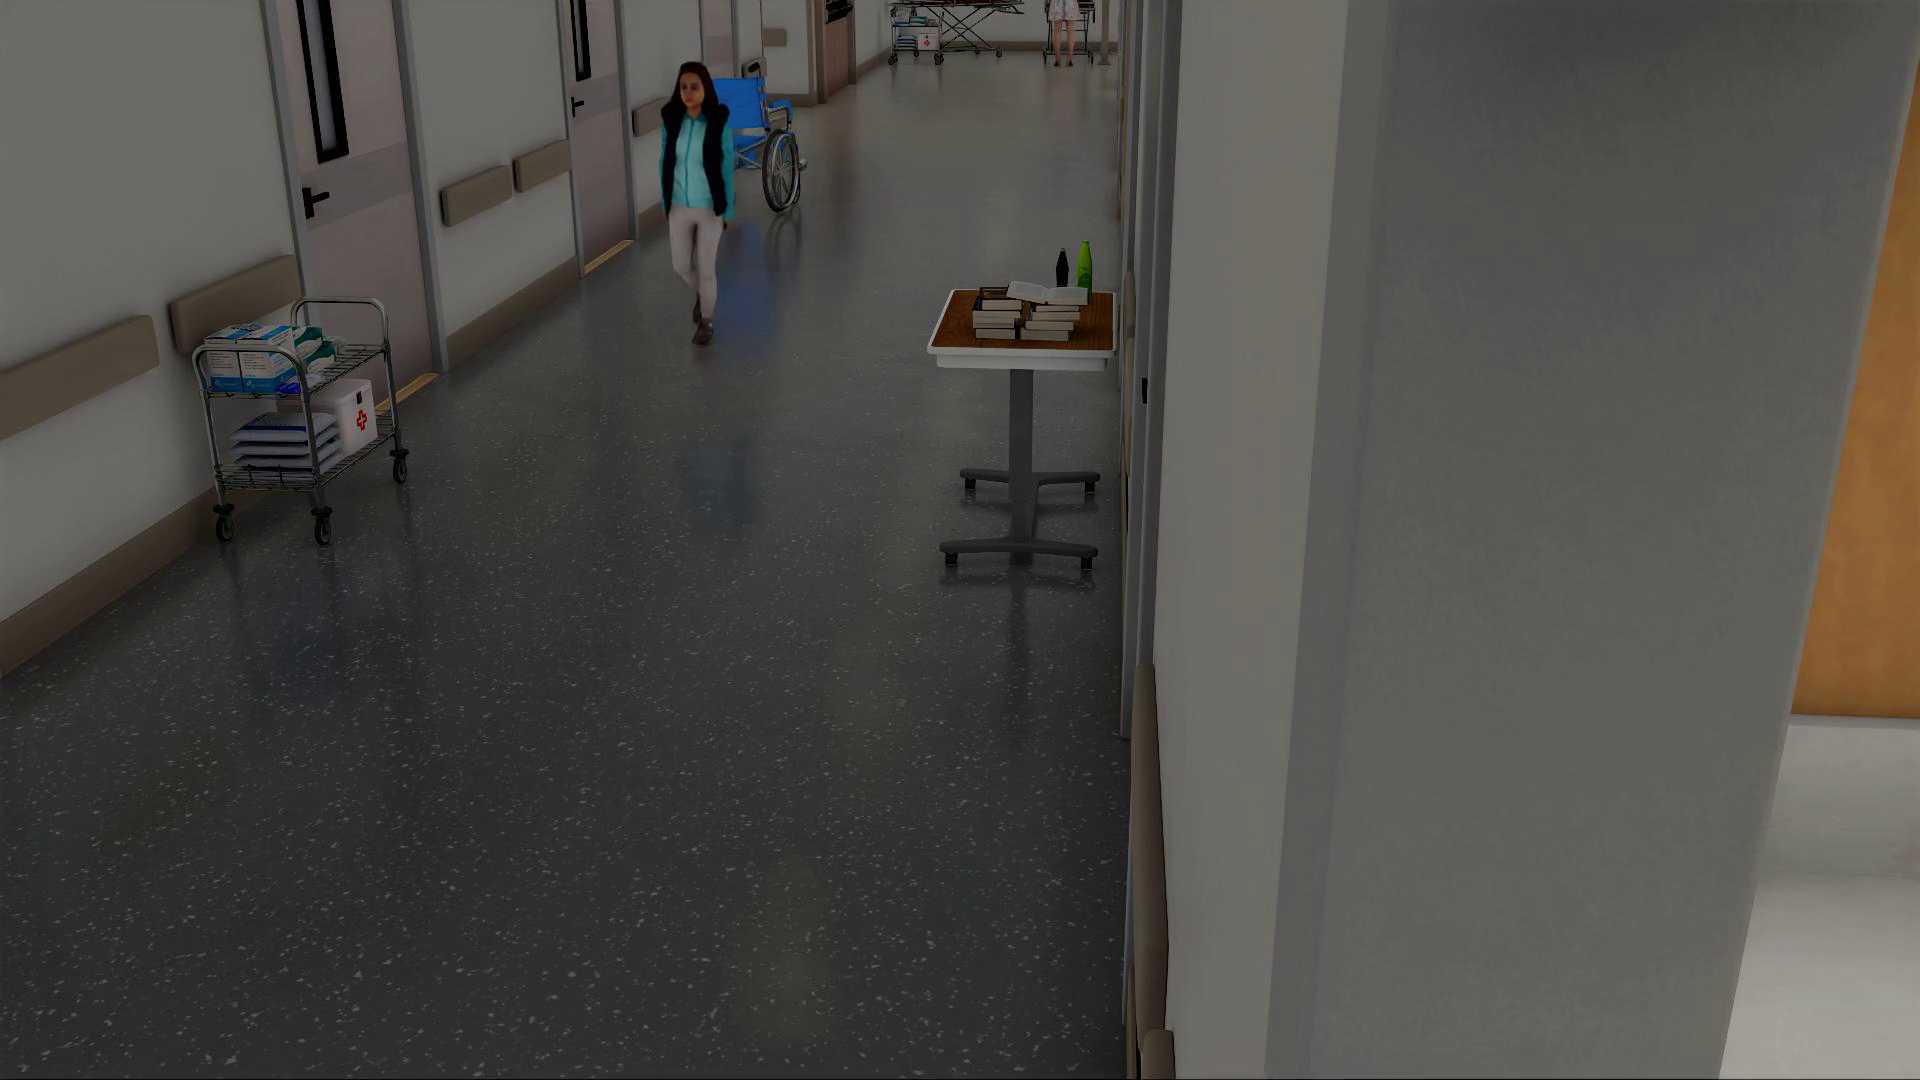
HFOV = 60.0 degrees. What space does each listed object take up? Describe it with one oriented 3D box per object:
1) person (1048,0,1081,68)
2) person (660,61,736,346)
[{"bbox_3d":[1.567,-8.049,25.030,0.642,1.774,0.625,1,21,3],"label":"person"},{"bbox_3d":[-1.398,-1.824,8.993,0.599,1.493,0.694,4,21,10],"label":"person"}]
